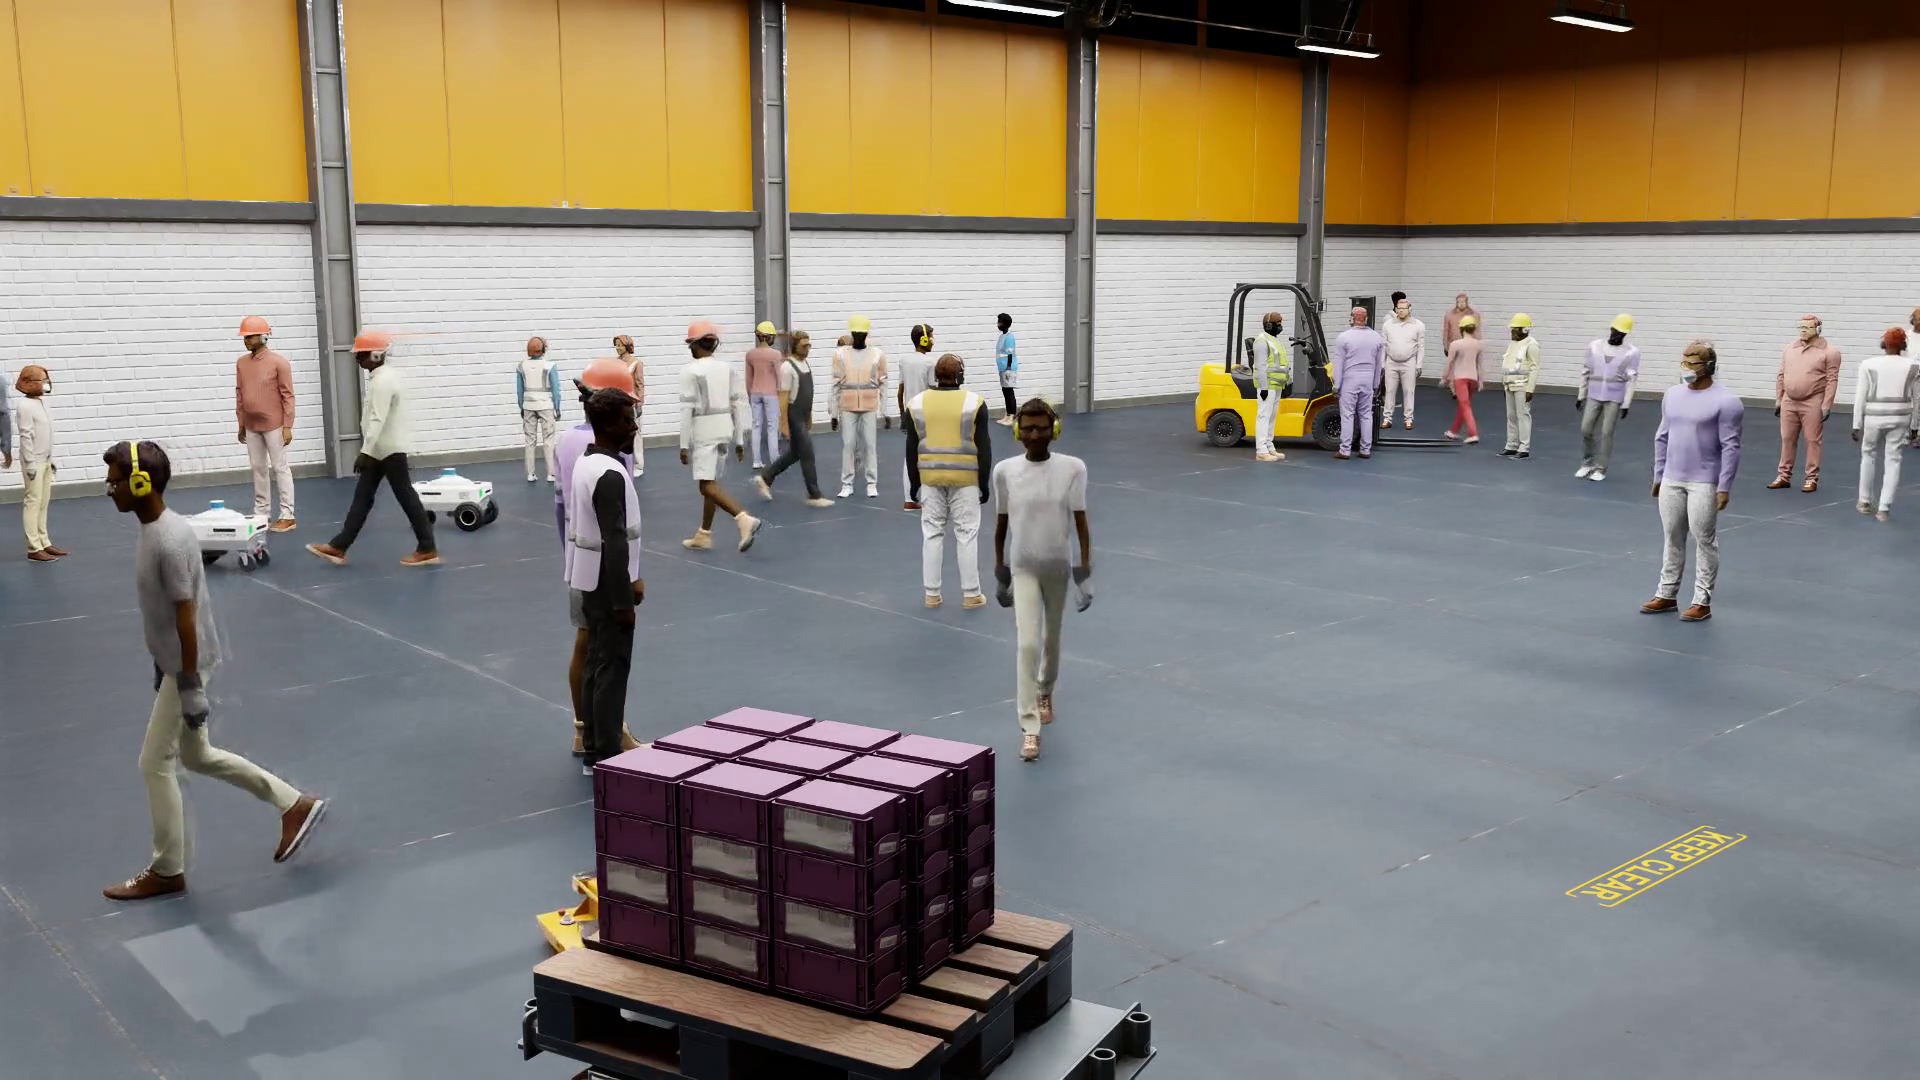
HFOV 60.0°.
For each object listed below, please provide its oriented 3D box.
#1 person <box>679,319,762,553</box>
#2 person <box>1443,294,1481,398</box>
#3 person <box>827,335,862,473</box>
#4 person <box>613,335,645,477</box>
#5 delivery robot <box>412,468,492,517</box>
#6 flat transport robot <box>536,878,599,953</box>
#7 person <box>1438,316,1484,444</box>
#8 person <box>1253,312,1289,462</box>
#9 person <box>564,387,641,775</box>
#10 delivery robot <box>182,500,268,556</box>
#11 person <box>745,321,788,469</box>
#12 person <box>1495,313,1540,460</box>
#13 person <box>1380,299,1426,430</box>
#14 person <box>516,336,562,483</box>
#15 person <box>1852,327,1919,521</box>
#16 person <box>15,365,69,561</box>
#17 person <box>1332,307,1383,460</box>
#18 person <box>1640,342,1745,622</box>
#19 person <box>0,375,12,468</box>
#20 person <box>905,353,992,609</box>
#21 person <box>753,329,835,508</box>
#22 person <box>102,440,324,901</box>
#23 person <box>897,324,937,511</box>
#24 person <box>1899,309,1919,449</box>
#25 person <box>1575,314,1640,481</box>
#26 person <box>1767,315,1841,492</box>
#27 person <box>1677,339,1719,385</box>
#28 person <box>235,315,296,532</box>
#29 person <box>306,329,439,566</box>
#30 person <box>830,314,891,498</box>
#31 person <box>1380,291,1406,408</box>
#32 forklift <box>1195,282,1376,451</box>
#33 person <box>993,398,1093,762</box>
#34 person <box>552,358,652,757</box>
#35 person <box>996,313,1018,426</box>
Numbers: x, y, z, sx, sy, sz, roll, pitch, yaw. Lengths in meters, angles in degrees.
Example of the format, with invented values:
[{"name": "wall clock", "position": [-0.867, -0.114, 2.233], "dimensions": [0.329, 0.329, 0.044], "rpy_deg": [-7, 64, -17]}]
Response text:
[{"name": "person", "position": [-2.040, -0.861, 14.108], "dimensions": [0.881, 2.006, 0.637], "rpy_deg": [7, 12, 37]}, {"name": "person", "position": [9.042, -3.503, 29.996], "dimensions": [0.642, 1.864, 0.968], "rpy_deg": [2, 10, 11]}, {"name": "person", "position": [-1.314, -1.582, 19.432], "dimensions": [0.532, 1.618, 0.380], "rpy_deg": [6, 12, 33]}, {"name": "person", "position": [-3.838, -1.538, 19.117], "dimensions": [0.521, 1.640, 0.307], "rpy_deg": [5, 11, 29]}, {"name": "delivery robot", "position": [-4.745, -0.426, 15.502], "dimensions": [0.707, 0.478, 0.477], "rpy_deg": [0, 10, 2]}, {"name": "flat transport robot", "position": [-0.794, 1.343, 6.249], "dimensions": [1.431, 0.197, 0.652], "rpy_deg": [-6, 11, -31]}, {"name": "person", "position": [6.860, -2.182, 22.650], "dimensions": [0.535, 1.720, 0.898], "rpy_deg": [-4, 10, -20]}, {"name": "person", "position": [3.866, -1.904, 20.669], "dimensions": [0.429, 1.844, 0.626], "rpy_deg": [5, 11, 28]}, {"name": "person", "position": [-1.686, 0.229, 7.954], "dimensions": [0.376, 1.917, 0.600], "rpy_deg": [-4, 11, -23]}, {"name": "delivery robot", "position": [-5.994, -0.077, 13.462], "dimensions": [0.707, 0.478, 0.477], "rpy_deg": [0, 10, 2]}, {"name": "person", "position": [-2.300, -1.705, 19.739], "dimensions": [0.523, 1.763, 0.329], "rpy_deg": [5, 11, 28]}, {"name": "person", "position": [6.960, -1.912, 20.751], "dimensions": [0.404, 1.828, 0.603], "rpy_deg": [-2, 10, -12]}, {"name": "person", "position": [6.459, -2.568, 24.367], "dimensions": [0.645, 1.908, 0.408], "rpy_deg": [4, 11, 23]}, {"name": "person", "position": [-4.719, -1.451, 18.641], "dimensions": [0.554, 1.640, 0.317], "rpy_deg": [2, 10, 12]}, {"name": "person", "position": [9.001, -1.140, 16.173], "dimensions": [0.594, 1.845, 0.892], "rpy_deg": [4, 11, 23]}, {"name": "person", "position": [-7.692, -0.644, 13.897], "dimensions": [0.283, 1.633, 0.501], "rpy_deg": [-2, 10, -10]}, {"name": "person", "position": [4.940, -1.949, 20.772], "dimensions": [0.644, 1.904, 0.401], "rpy_deg": [-3, 10, -18]}, {"name": "person", "position": [5.107, -0.403, 11.599], "dimensions": [0.373, 1.941, 0.627], "rpy_deg": [-5, 11, -29]}, {"name": "person", "position": [-8.215, -0.752, 13.801], "dimensions": [0.553, 1.897, 0.683], "rpy_deg": [9, 13, 43]}, {"name": "person", "position": [-0.073, -0.419, 11.974], "dimensions": [0.622, 1.845, 0.430], "rpy_deg": [3, 10, 15]}, {"name": "person", "position": [-1.707, -1.231, 16.822], "dimensions": [0.867, 1.815, 0.542], "rpy_deg": [3, 10, 18]}, {"name": "person", "position": [-3.032, 0.500, 6.653], "dimensions": [0.759, 1.836, 0.559], "rpy_deg": [-5, 11, -27]}, {"name": "person", "position": [-0.392, -1.203, 16.510], "dimensions": [0.521, 1.864, 0.335], "rpy_deg": [8, 13, 39]}, {"name": "person", "position": [12.652, -2.137, 22.047], "dimensions": [0.608, 1.831, 0.982], "rpy_deg": [4, 11, 23]}, {"name": "person", "position": [7.272, -1.592, 18.718], "dimensions": [0.634, 1.898, 0.416], "rpy_deg": [6, 12, 33]}, {"name": "person", "position": [9.101, -1.473, 17.954], "dimensions": [0.410, 1.909, 0.643], "rpy_deg": [-7, 12, -36]}, {"name": "person", "position": [8.173, -1.416, 18.460], "dimensions": [0.379, 1.628, 0.522], "rpy_deg": [-4, 10, -20]}, {"name": "person", "position": [-6.409, -1.063, 15.299], "dimensions": [0.623, 1.992, 0.396], "rpy_deg": [4, 10, 20]}, {"name": "person", "position": [-4.770, -0.725, 13.457], "dimensions": [1.048, 1.935, 0.630], "rpy_deg": [-5, 11, -26]}, {"name": "person", "position": [-1.045, -1.398, 17.482], "dimensions": [0.648, 1.920, 0.378], "rpy_deg": [0, 10, -1]}, {"name": "person", "position": [7.261, -3.181, 27.831], "dimensions": [0.401, 1.956, 0.609], "rpy_deg": [8, 13, 40]}, {"name": "forklift", "position": [4.328, -2.346, 22.227], "dimensions": [2.313, 2.155, 1.214], "rpy_deg": [3, 10, 16]}, {"name": "person", "position": [0.430, 0.157, 8.697], "dimensions": [0.519, 1.822, 0.969], "rpy_deg": [0, 10, 1]}, {"name": "person", "position": [-1.770, 0.109, 8.325], "dimensions": [0.403, 2.033, 0.607], "rpy_deg": [-9, 13, -42]}, {"name": "person", "position": [0.694, -2.555, 24.931], "dimensions": [0.321, 1.690, 0.536], "rpy_deg": [-2, 10, -14]}]
